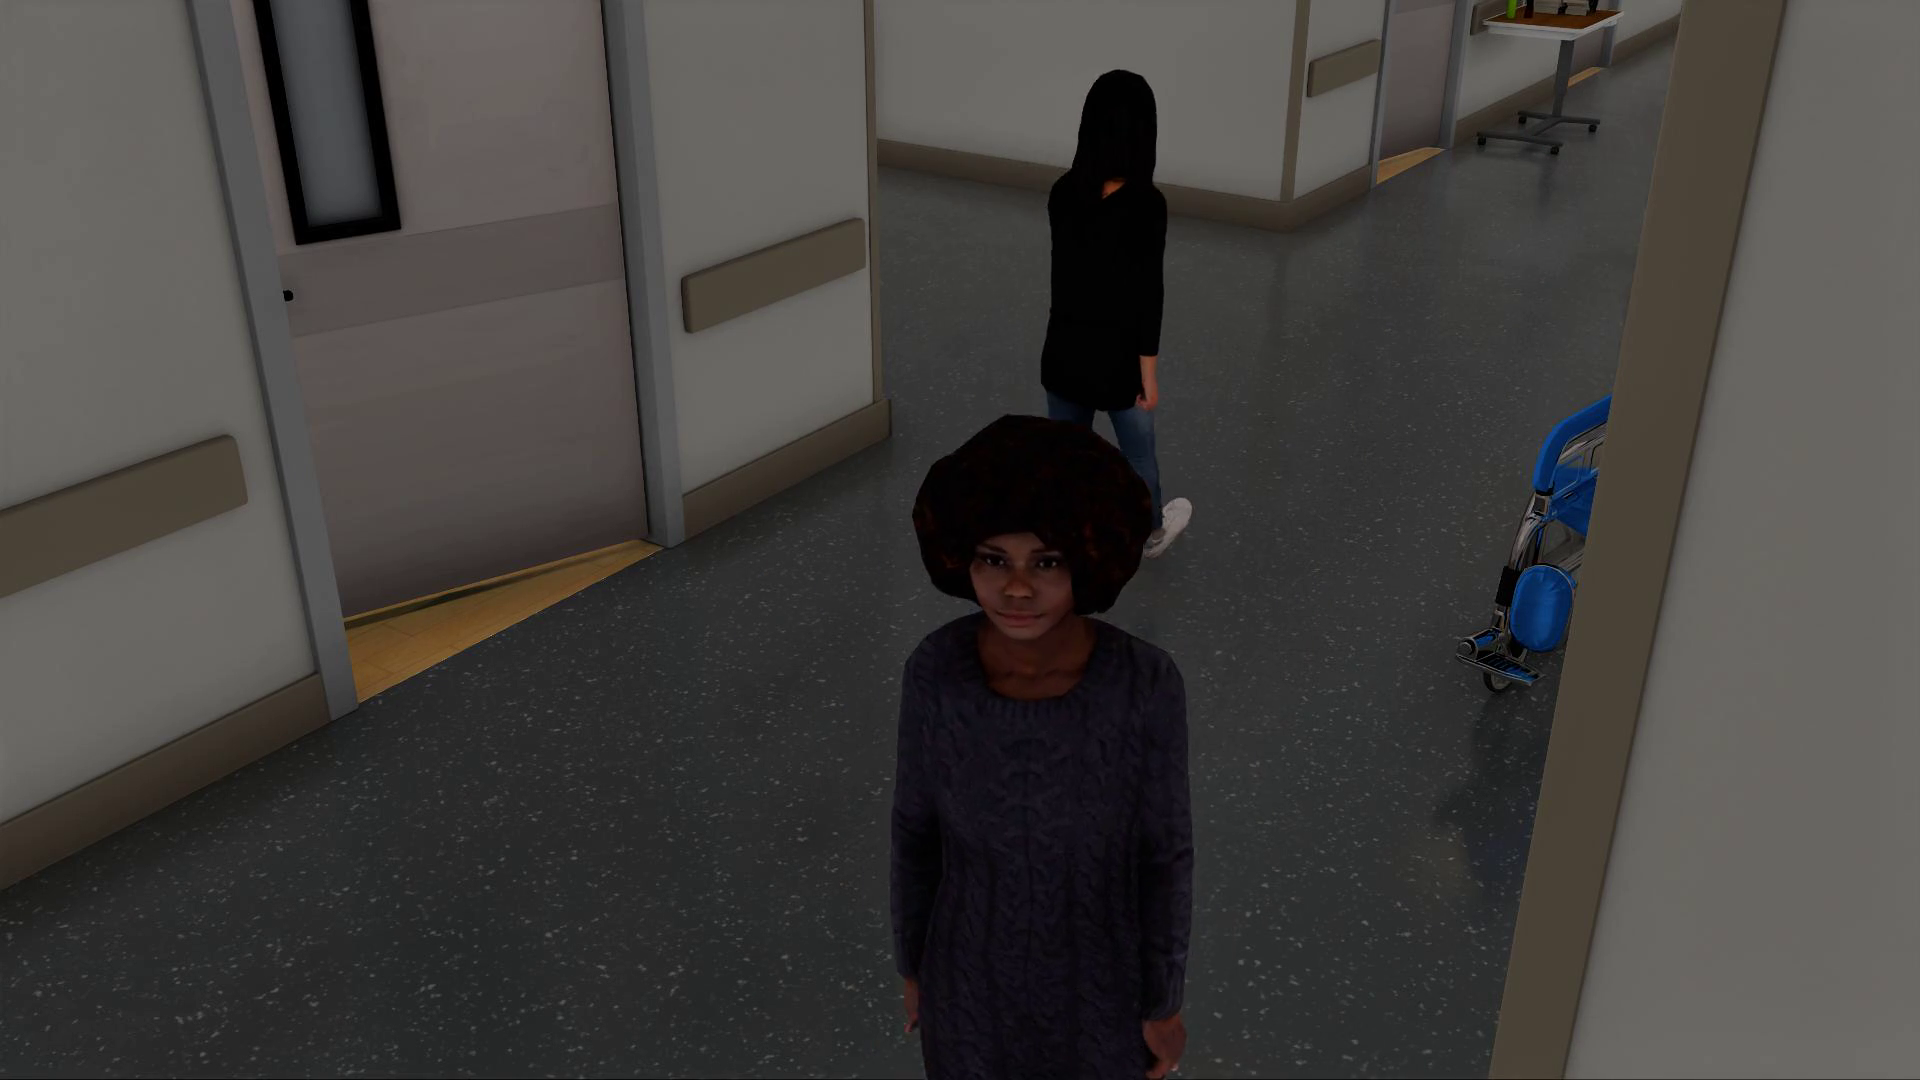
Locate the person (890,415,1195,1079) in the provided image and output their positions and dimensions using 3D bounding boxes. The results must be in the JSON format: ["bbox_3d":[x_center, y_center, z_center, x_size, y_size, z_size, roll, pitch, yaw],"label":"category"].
[{"bbox_3d":[0.138,0.610,2.467,0.818,1.696,1.009,5,26,11],"label":"person"}]

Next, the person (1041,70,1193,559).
[{"bbox_3d":[0.369,-0.510,4.889,0.594,1.610,0.998,17,30,31],"label":"person"}]
